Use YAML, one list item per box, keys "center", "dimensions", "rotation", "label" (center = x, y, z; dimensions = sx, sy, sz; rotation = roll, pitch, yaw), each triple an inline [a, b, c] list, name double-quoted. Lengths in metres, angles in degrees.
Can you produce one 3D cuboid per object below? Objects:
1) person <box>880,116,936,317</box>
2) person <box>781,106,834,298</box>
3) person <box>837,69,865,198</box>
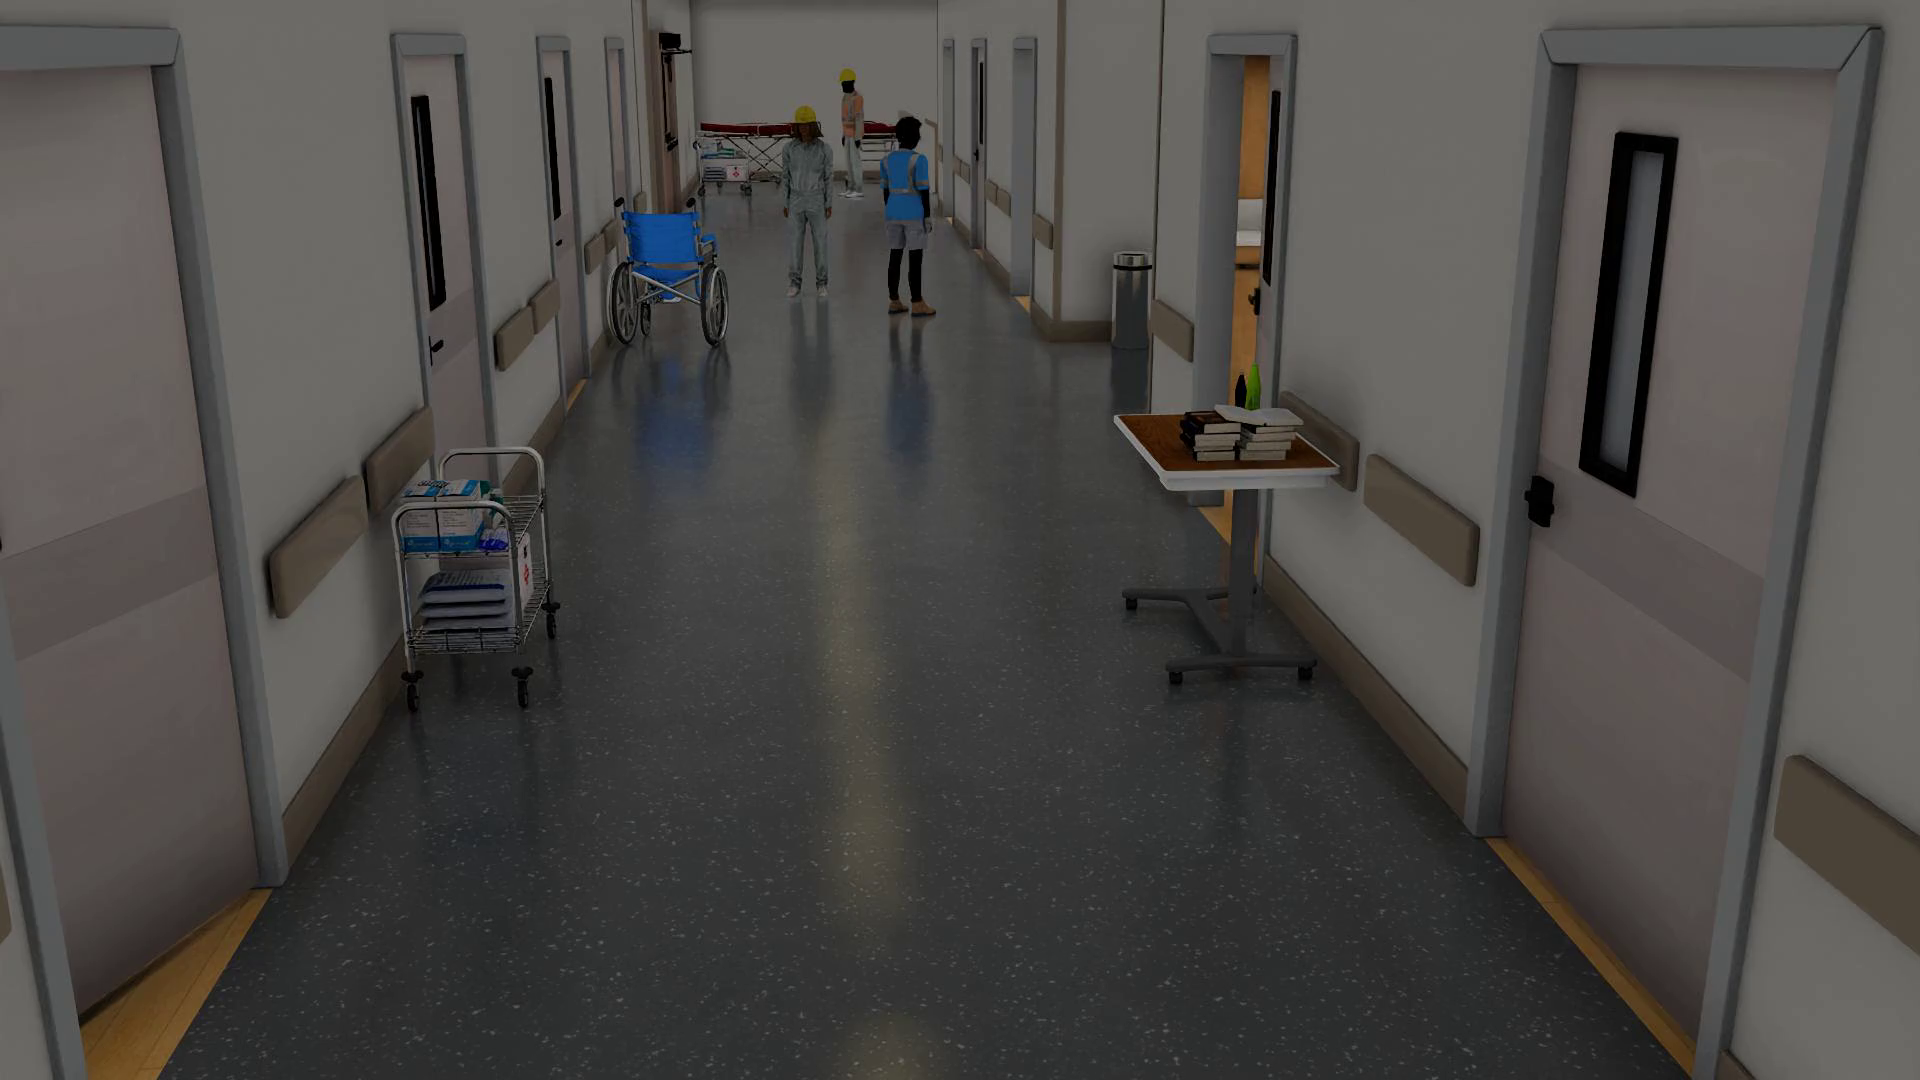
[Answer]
- center: [-0.450, -2.780, 14.335]
  dimensions: [0.530, 1.693, 0.321]
  rotation: [14, 21, 38]
  label: "person"
- center: [-1.406, -3.109, 15.350]
  dimensions: [0.484, 1.744, 0.295]
  rotation: [1, 17, 3]
  label: "person"
- center: [-1.665, -6.205, 25.401]
  dimensions: [0.413, 1.917, 0.592]
  rotation: [-8, 18, -24]
  label: "person"
